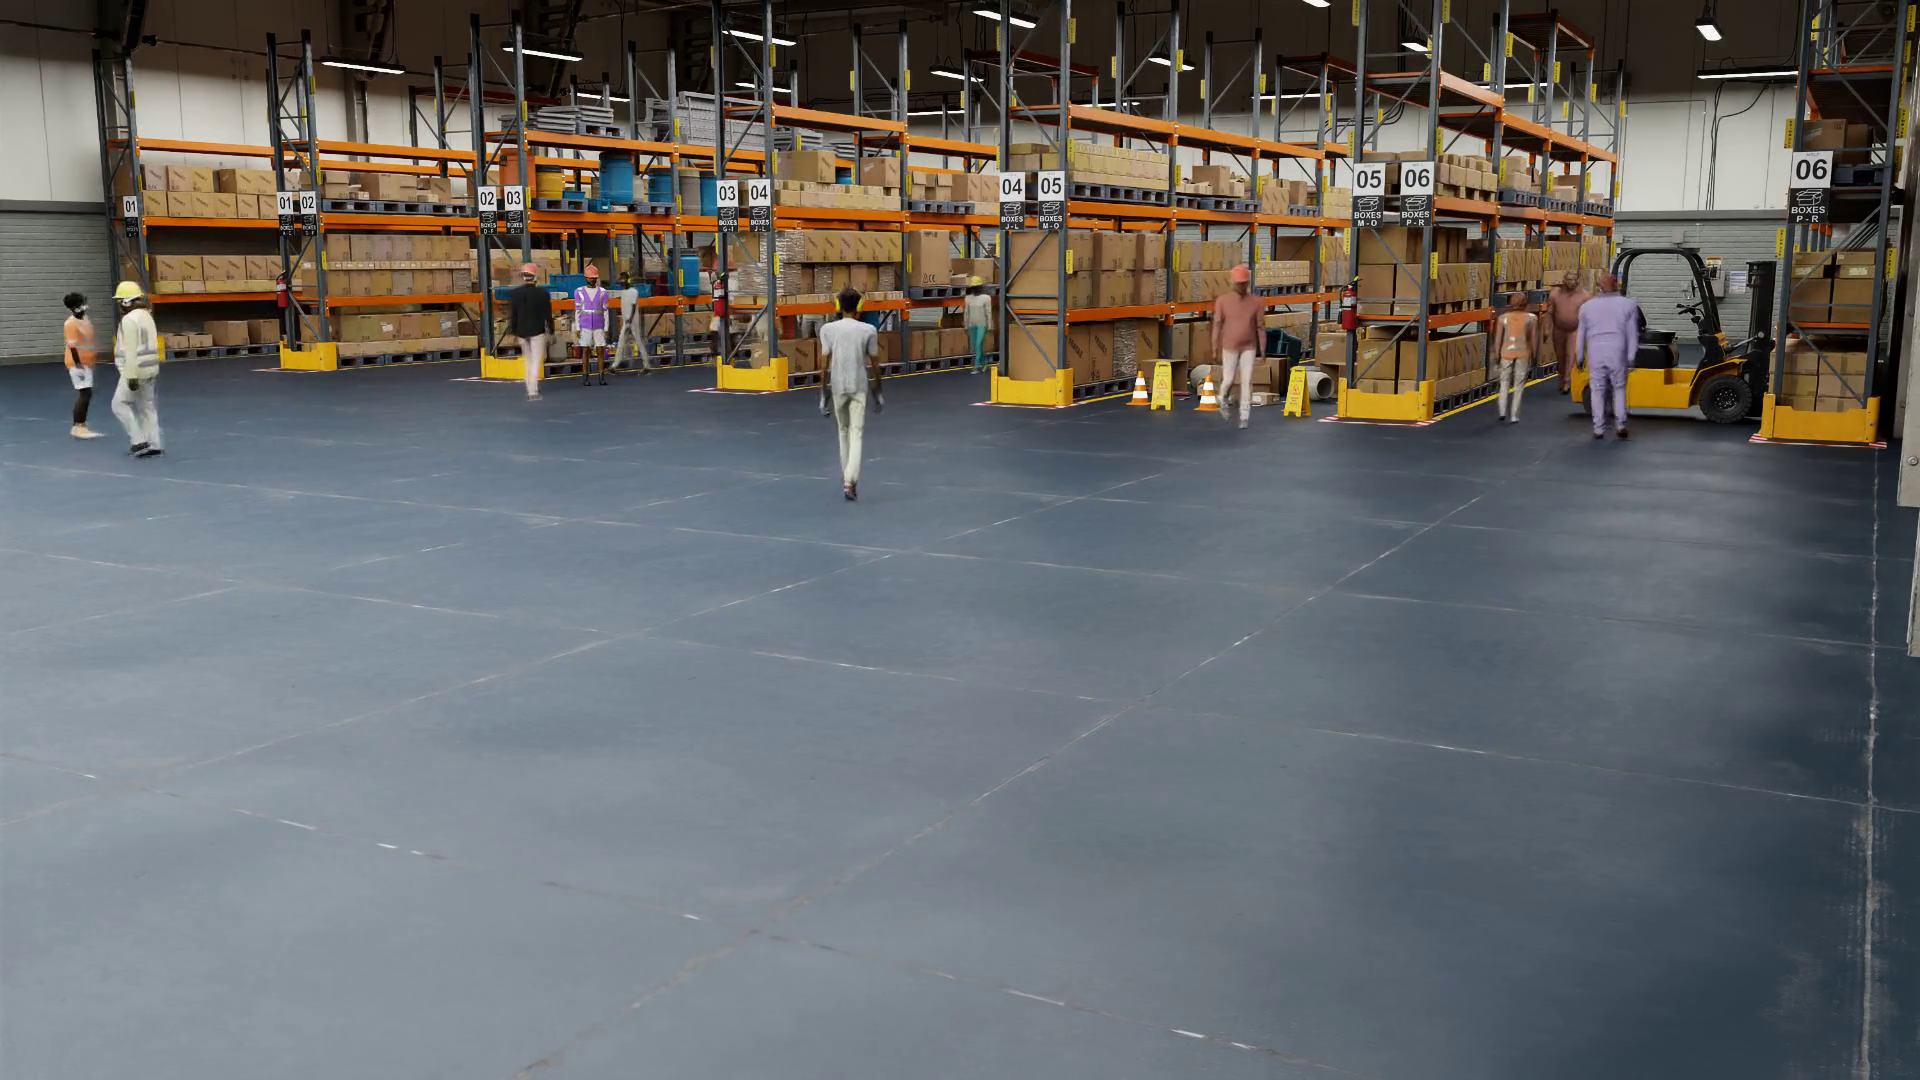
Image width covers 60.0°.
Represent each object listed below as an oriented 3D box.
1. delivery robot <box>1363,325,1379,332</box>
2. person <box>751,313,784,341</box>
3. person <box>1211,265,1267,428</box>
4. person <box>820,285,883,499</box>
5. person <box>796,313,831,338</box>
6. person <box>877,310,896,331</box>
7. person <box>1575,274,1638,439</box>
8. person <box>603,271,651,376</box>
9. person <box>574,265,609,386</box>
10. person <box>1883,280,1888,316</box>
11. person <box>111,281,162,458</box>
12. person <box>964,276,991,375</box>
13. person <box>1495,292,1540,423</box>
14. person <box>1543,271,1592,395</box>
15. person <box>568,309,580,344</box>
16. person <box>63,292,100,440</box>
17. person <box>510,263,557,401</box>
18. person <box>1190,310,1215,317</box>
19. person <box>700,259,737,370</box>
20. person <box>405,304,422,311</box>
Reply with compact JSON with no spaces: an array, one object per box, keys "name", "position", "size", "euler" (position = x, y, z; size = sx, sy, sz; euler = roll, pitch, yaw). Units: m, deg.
[{"name":"delivery robot","position":[9.373,-4.630,37.416],"size":[0.707,0.478,0.477],"euler":[-2,10,-11]},{"name":"person","position":[-3.250,-3.551,28.336],"size":[0.521,1.589,0.846],"euler":[5,11,27]},{"name":"person","position":[3.377,-2.342,20.149],"size":[0.643,1.971,0.558],"euler":[1,10,3]},{"name":"person","position":[-0.942,-1.279,14.358],"size":[0.532,1.833,0.944],"euler":[0,10,3]},{"name":"person","position":[-2.602,-3.918,29.519],"size":[0.632,1.932,0.374],"euler":[0,10,0]},{"name":"person","position":[-1.585,-4.992,35.964],"size":[0.508,1.872,0.328],"euler":[7,12,34]},{"name":"person","position":[7.351,-2.086,18.950],"size":[0.666,1.870,0.520],"euler":[4,11,23]},{"name":"person","position":[-5.748,-3.733,28.763],"size":[0.503,1.817,0.995],"euler":[8,12,38]},{"name":"person","position":[-5.886,-3.426,26.644],"size":[0.540,1.929,0.391],"euler":[-3,10,-16]},{"name":"person","position":[20.069,-5.122,36.624],"size":[0.384,1.912,0.590],"euler":[-9,13,-42]},{"name":"person","position":[-8.452,-1.726,17.002],"size":[0.496,1.811,0.616],"euler":[-1,10,-5]},{"name":"person","position":[0.343,-3.795,29.363],"size":[0.525,1.735,0.749],"euler":[5,11,29]},{"name":"person","position":[6.952,-2.275,20.757],"size":[0.513,1.623,0.557],"euler":[5,11,27]},{"name":"person","position":[9.239,-3.163,25.298],"size":[0.644,1.865,0.973],"euler":[5,11,29]},{"name":"person","position":[-7.175,-4.107,31.502],"size":[0.514,1.617,0.493],"euler":[6,12,33]},{"name":"person","position":[-9.999,-1.969,18.910],"size":[0.338,1.676,0.563],"euler":[-3,10,-15]},{"name":"person","position":[-6.102,-2.990,23.964],"size":[0.621,1.974,0.672],"euler":[4,10,20]},{"name":"person","position":[4.844,-4.397,33.192],"size":[0.512,1.630,0.317],"euler":[2,10,12]},{"name":"person","position":[-4.390,-4.095,30.277],"size":[0.622,2.006,0.928],"euler":[6,11,31]},{"name":"person","position":[-11.216,-4.606,34.432],"size":[0.523,1.608,0.669],"euler":[5,11,27]}]
